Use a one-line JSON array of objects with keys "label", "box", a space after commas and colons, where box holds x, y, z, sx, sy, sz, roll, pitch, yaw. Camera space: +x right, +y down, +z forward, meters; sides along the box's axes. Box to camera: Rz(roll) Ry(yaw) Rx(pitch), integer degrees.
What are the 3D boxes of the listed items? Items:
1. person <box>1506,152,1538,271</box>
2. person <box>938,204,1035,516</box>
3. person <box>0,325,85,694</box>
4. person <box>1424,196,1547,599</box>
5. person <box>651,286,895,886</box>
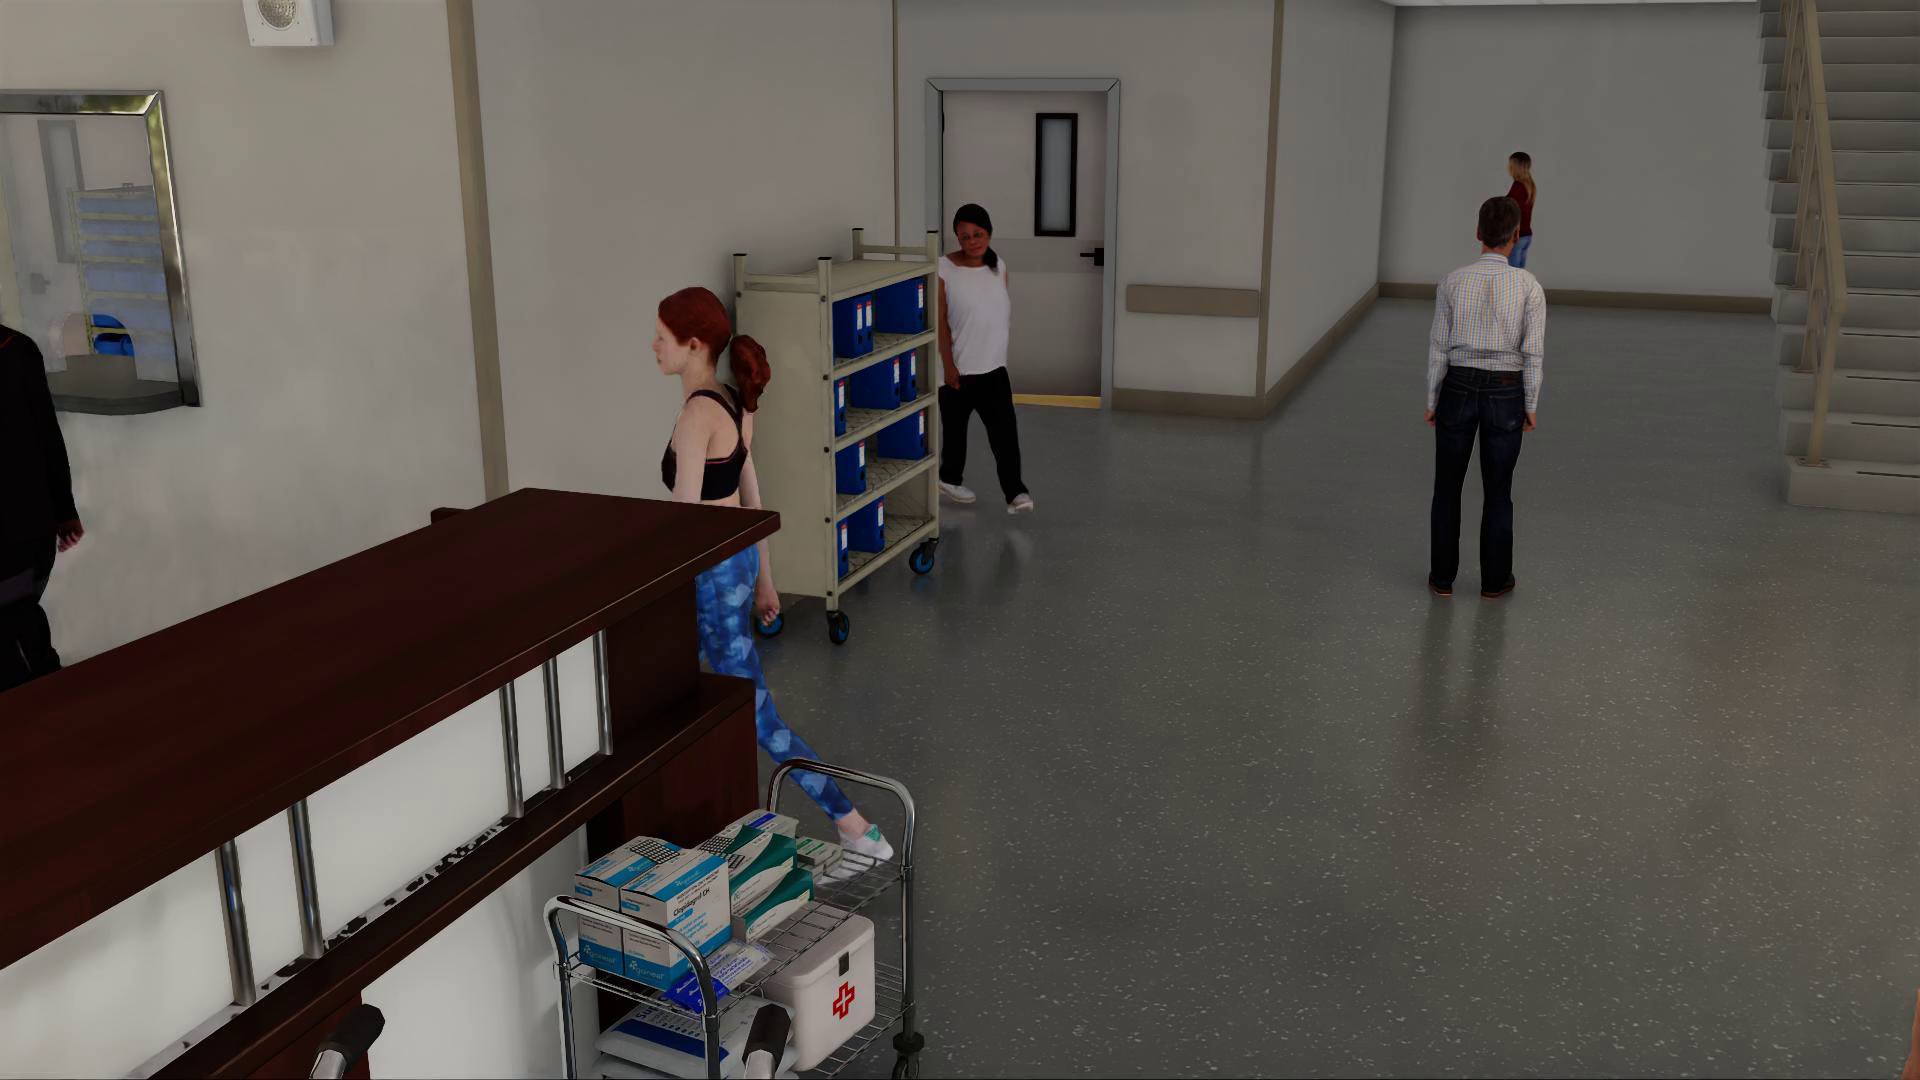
[{"label": "person", "box": [5.210, -2.803, 15.564, 0.713, 1.635, 0.549, 10, 19, 32]}, {"label": "person", "box": [0.032, -0.955, 8.981, 1.110, 1.649, 1.140, -9, 18, -30]}, {"label": "person", "box": [-2.866, 0.035, 5.071, 0.927, 1.866, 1.228, 3, 16, 9]}, {"label": "person", "box": [2.373, -0.648, 7.578, 0.646, 1.819, 0.534, 6, 17, 20]}, {"label": "person", "box": [-0.595, 0.200, 4.700, 0.812, 1.750, 1.152, 3, 16, 9]}]
